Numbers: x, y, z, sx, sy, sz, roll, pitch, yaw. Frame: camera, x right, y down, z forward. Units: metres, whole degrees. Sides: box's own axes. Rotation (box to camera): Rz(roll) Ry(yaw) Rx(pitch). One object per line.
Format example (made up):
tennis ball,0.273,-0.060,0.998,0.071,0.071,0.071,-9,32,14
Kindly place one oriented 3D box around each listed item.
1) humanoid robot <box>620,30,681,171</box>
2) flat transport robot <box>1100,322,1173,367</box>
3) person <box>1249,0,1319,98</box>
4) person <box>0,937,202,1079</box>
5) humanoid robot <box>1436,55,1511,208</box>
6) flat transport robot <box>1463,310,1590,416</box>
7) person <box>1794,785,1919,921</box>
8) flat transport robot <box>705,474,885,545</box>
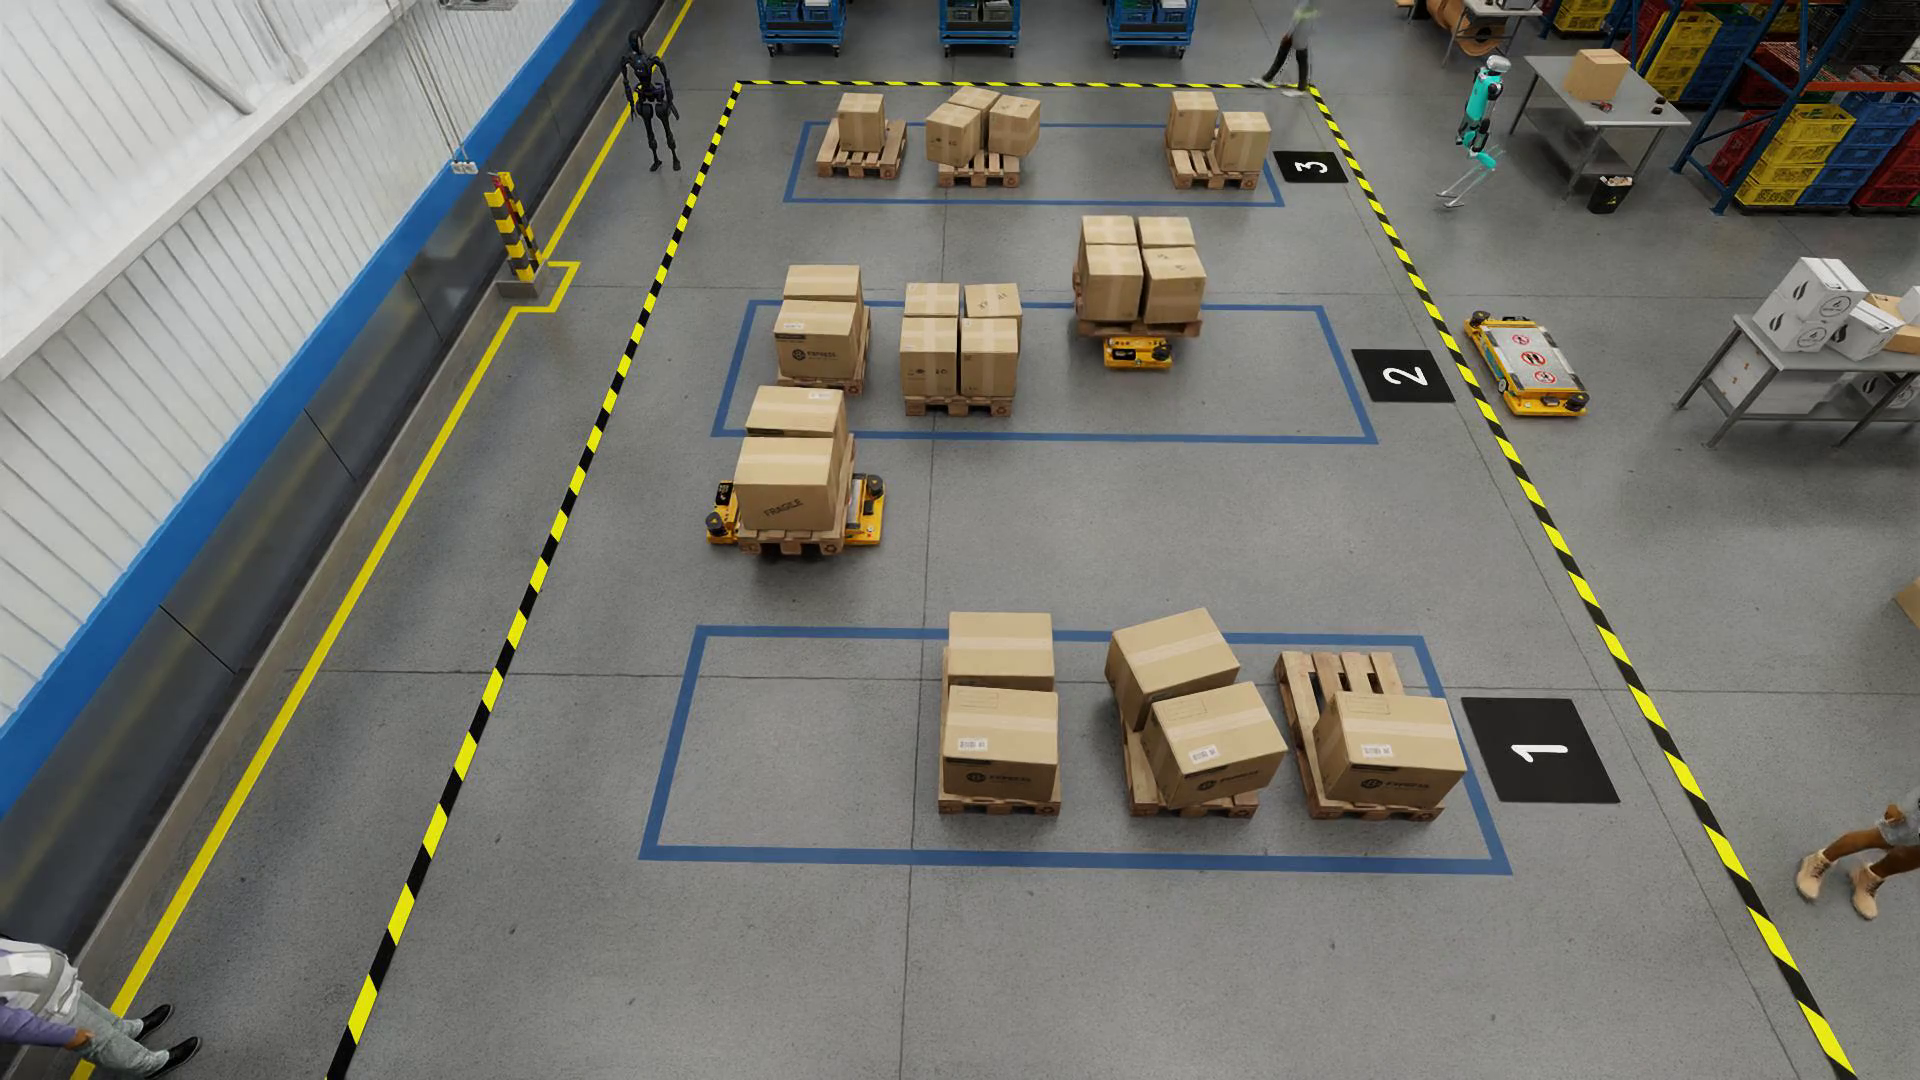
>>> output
humanoid robot,-3.769,-5.360,11.231,0.599,1.657,0.315,-1,49,-1
flat transport robot,1.785,-2.322,9.525,0.652,0.197,1.431,1,49,1
person,4.587,-7.077,12.634,0.893,1.812,0.610,11,50,10
person,-4.547,2.272,4.531,0.598,1.830,0.404,29,55,22
humanoid robot,6.042,-4.652,10.499,0.735,1.677,0.533,0,49,0
flat transport robot,5.573,-1.757,9.054,0.659,0.231,1.431,1,49,1
person,5.522,1.562,5.009,0.613,2.040,0.390,19,52,16
flat transport robot,-1.378,-0.273,7.751,1.431,0.197,0.652,1,49,1
